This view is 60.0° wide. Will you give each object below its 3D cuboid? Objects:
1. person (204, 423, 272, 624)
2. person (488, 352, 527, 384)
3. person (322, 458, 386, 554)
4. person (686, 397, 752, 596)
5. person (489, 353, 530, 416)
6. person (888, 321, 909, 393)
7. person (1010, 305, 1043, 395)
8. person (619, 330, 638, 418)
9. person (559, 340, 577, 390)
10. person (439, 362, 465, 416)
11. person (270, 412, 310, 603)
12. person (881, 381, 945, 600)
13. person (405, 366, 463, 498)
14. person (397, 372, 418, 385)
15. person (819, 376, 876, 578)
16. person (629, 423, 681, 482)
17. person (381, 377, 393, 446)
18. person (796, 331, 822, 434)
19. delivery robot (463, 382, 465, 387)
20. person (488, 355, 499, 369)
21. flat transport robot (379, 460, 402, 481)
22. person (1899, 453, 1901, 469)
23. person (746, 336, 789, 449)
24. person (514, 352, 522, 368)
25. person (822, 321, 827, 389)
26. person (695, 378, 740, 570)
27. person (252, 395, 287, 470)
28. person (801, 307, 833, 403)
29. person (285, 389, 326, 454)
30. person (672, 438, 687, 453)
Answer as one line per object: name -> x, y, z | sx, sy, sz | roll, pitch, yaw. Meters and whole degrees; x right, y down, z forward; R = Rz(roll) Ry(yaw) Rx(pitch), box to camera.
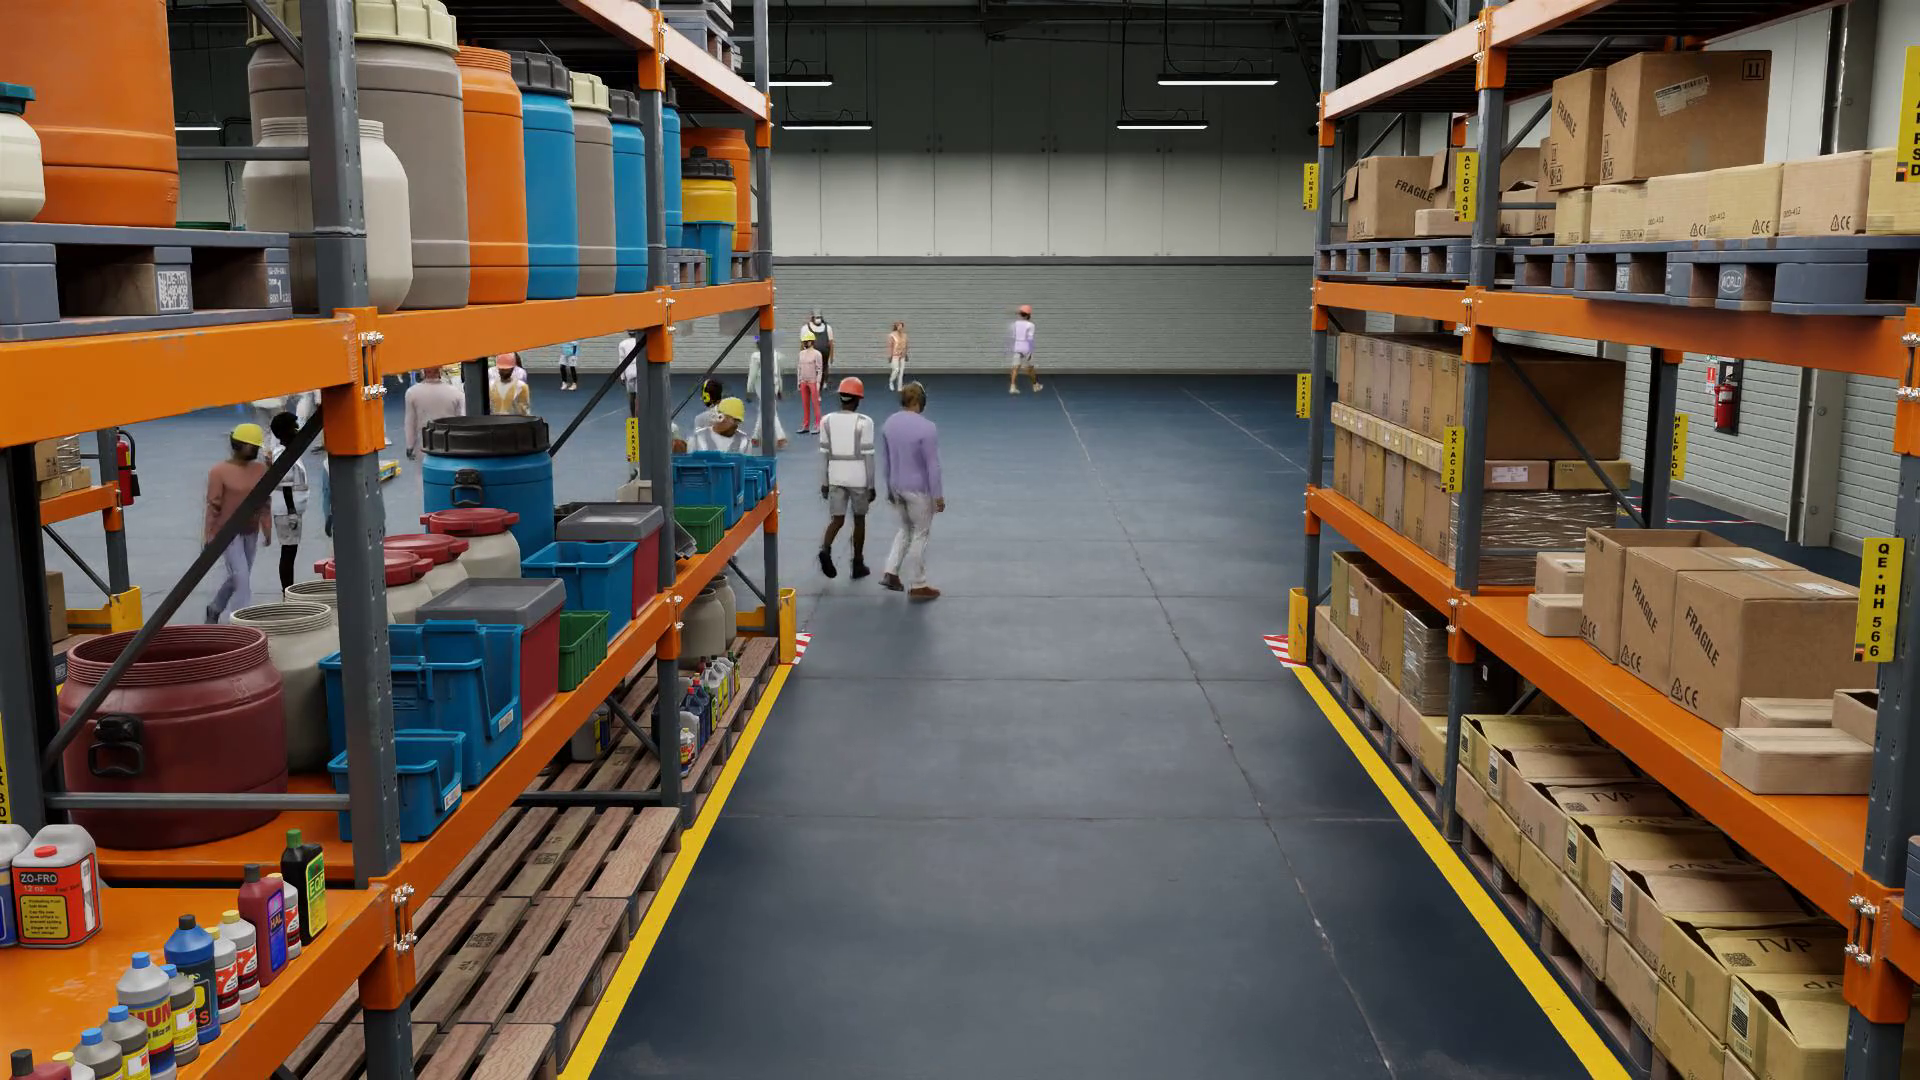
person -> -5.726, -0.077, 13.092 | 0.832, 1.712, 0.572 | 5, 11, 29
person -> -6.056, -1.694, 22.200 | 0.583, 1.911, 0.548 | -7, 12, -34
person -> -5.000, -0.140, 13.768 | 0.533, 1.648, 0.401 | 1, 10, 8
person -> -2.138, -0.367, 14.610 | 0.670, 1.784, 0.460 | -3, 10, -19
person -> -5.432, -1.336, 20.078 | 0.553, 1.906, 0.877 | 1, 10, 7
person -> -1.390, -4.172, 37.892 | 0.517, 1.626, 0.363 | -8, 12, -38
person -> 1.462, -4.273, 37.419 | 0.616, 1.988, 1.065 | 7, 12, 35
person -> -5.862, -3.003, 30.037 | 0.556, 1.943, 0.574 | 1, 10, 8
person -> -9.004, -4.263, 38.297 | 0.552, 1.650, 0.604 | 4, 10, 22
person -> -9.303, -3.036, 30.428 | 0.633, 1.841, 0.429 | 5, 11, 26
person -> -5.680, -0.239, 14.110 | 0.319, 1.696, 0.532 | -4, 10, -22
person -> -0.410, -0.430, 14.592 | 0.411, 1.928, 0.656 | -8, 12, -40
person -> -5.886, -1.091, 18.614 | 0.674, 1.887, 0.431 | -7, 12, -34
person -> -13.336, -4.551, 40.172 | 0.489, 1.617, 0.501 | 5, 11, 28
person -> -1.072, -0.560, 15.449 | 0.548, 1.902, 0.759 | 3, 10, 18
person -> -3.079, -0.674, 17.021 | 0.542, 1.592, 0.879 | 2, 10, 10
person -> -9.455, -2.399, 26.592 | 0.705, 1.849, 0.860 | -9, 13, -44
person -> -2.607, -2.723, 28.777 | 0.525, 1.769, 0.309 | 7, 12, 35
delivery robot -> -11.609, -3.764, 38.466 | 0.477, 0.478, 0.707 | -3, 10, -19
person -> -9.037, -3.221, 31.609 | 0.641, 1.814, 0.615 | -6, 11, -34
flat transport robot -> -8.100, -0.926, 22.609 | 0.652, 0.197, 1.431 | -1, 9, -5
person -> 7.857, -0.271, 13.491 | 0.607, 1.966, 0.367 | -5, 10, -25
person -> -3.087, -2.397, 26.470 | 1.031, 1.897, 0.624 | 6, 11, 33
person -> -6.680, -2.147, 24.689 | 0.421, 1.984, 0.615 | -5, 11, -26
person -> -3.312, -4.379, 39.028 | 0.548, 1.641, 0.886 | -4, 10, -23
person -> -2.328, -0.635, 16.028 | 0.536, 1.845, 0.457 | -8, 12, -39
person -> -9.863, -1.964, 23.770 | 0.625, 1.926, 0.434 | 2, 10, 9
person -> -3.058, -3.976, 35.588 | 0.689, 2.000, 0.909 | -3, 10, -20
person -> -10.126, -2.178, 25.473 | 0.586, 1.770, 0.971 | 6, 11, 34
person -> -2.232, -0.006, 13.044 | 0.858, 1.583, 0.518 | -1, 10, -6
